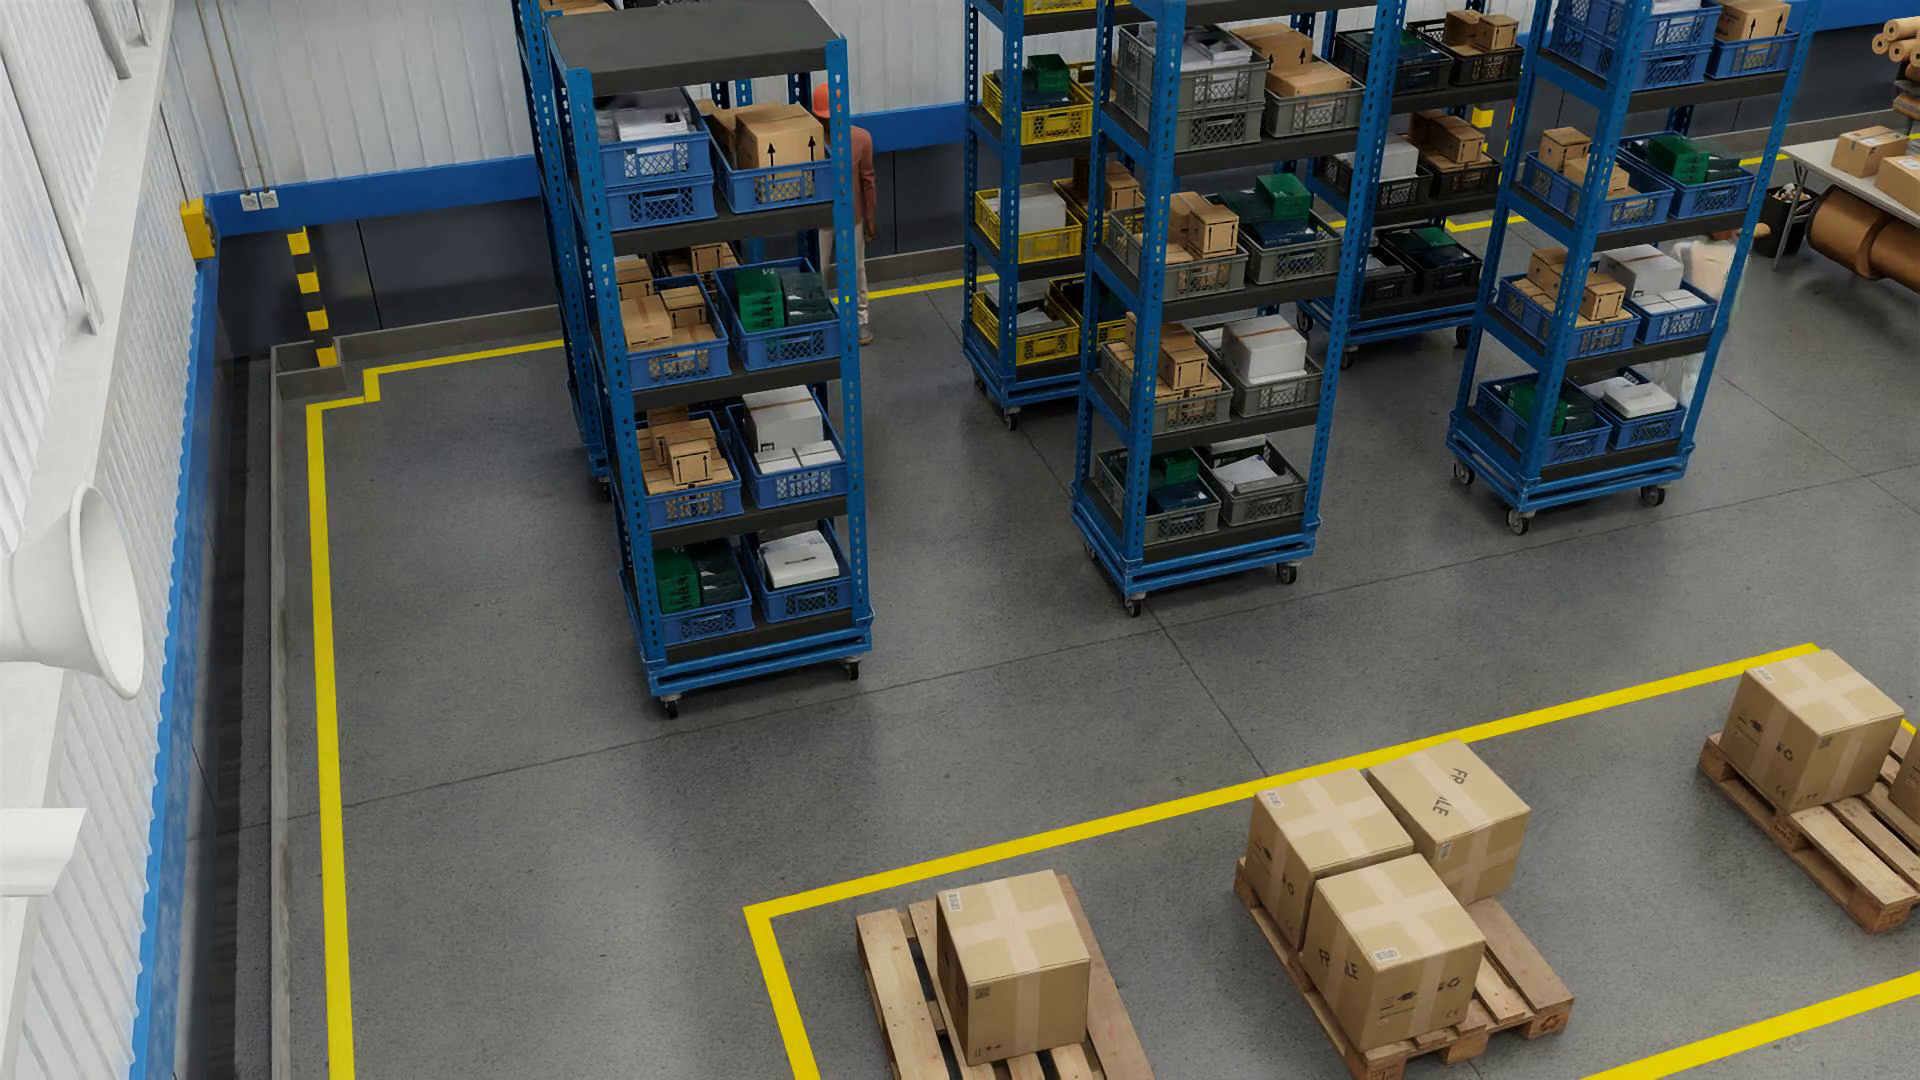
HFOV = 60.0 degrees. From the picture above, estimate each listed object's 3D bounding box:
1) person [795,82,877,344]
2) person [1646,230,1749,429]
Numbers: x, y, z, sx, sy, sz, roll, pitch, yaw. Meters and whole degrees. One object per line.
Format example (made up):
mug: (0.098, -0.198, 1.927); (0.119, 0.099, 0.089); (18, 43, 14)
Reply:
person: (-0.893, -2.287, 11.804); (0.618, 1.986, 0.409); (-7, 36, -10)
person: (4.808, -1.487, 10.974); (0.547, 1.609, 0.701); (5, 36, 8)
